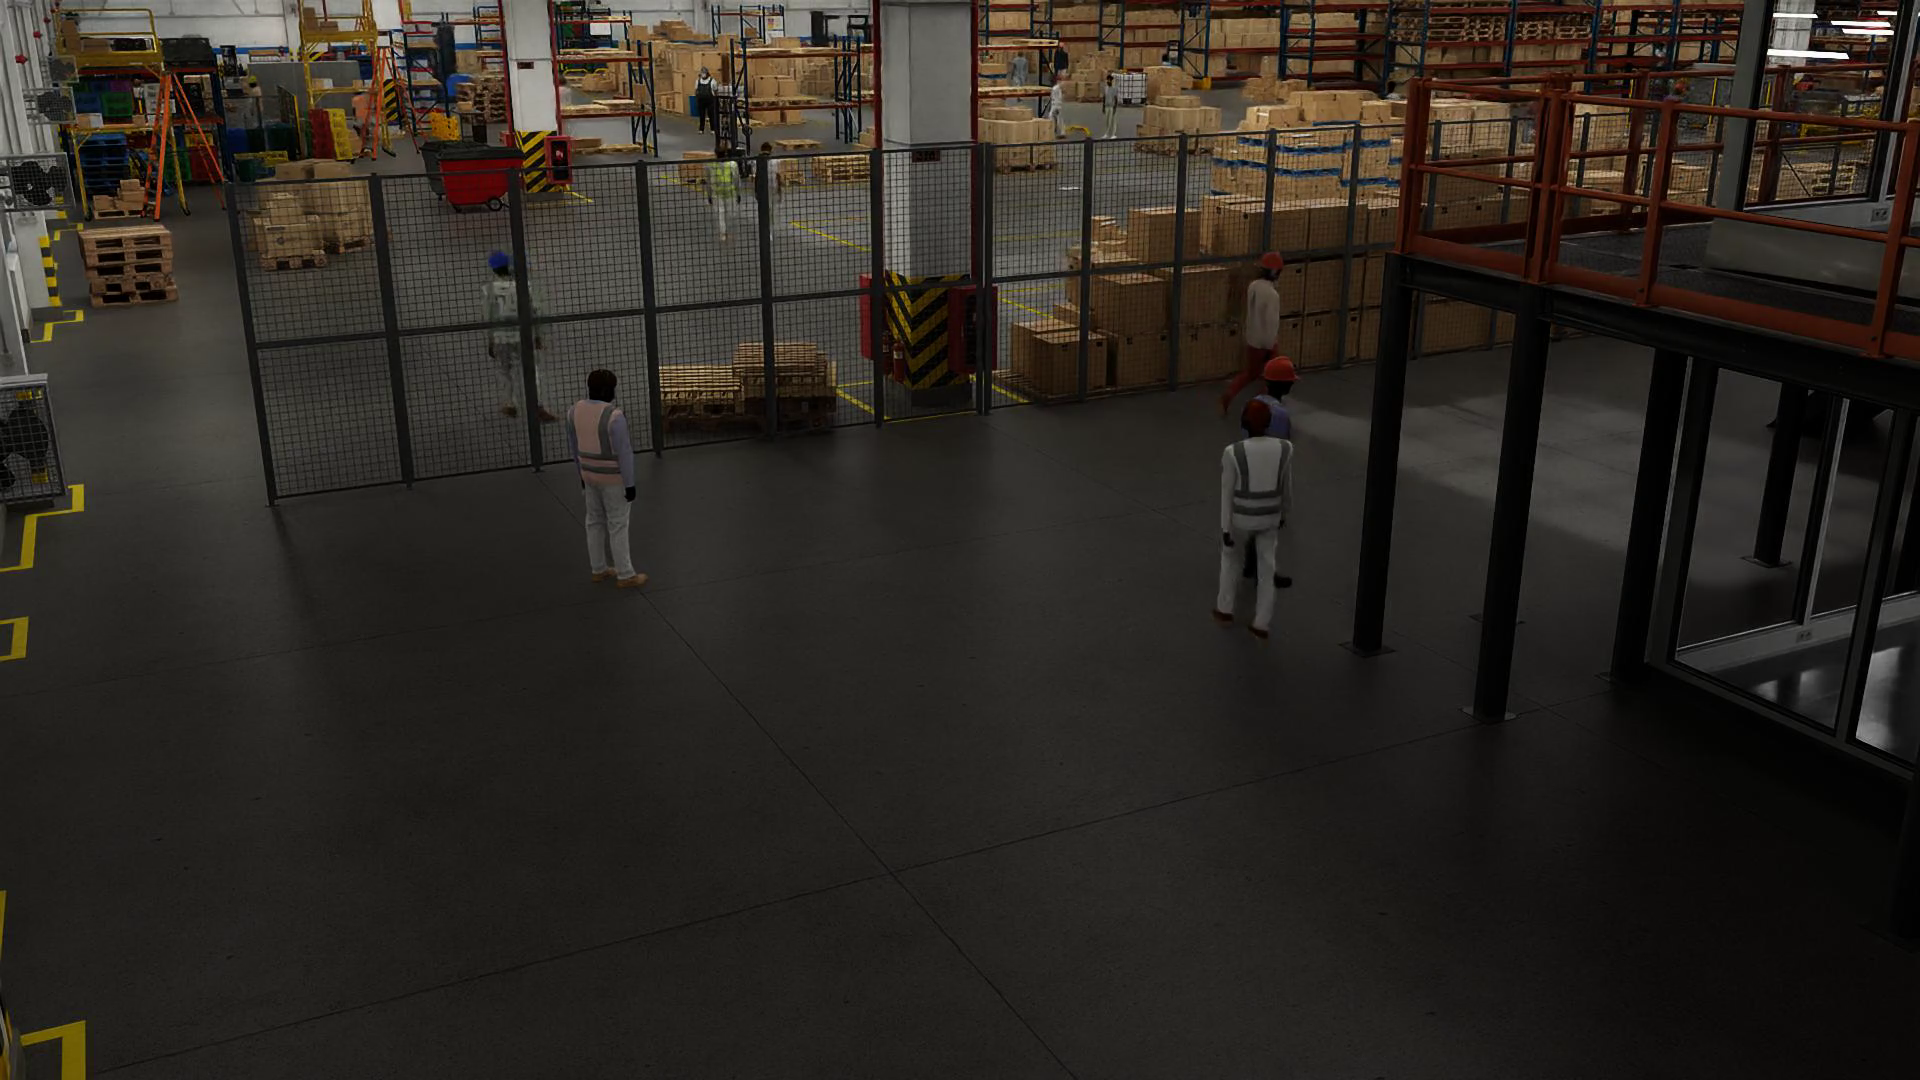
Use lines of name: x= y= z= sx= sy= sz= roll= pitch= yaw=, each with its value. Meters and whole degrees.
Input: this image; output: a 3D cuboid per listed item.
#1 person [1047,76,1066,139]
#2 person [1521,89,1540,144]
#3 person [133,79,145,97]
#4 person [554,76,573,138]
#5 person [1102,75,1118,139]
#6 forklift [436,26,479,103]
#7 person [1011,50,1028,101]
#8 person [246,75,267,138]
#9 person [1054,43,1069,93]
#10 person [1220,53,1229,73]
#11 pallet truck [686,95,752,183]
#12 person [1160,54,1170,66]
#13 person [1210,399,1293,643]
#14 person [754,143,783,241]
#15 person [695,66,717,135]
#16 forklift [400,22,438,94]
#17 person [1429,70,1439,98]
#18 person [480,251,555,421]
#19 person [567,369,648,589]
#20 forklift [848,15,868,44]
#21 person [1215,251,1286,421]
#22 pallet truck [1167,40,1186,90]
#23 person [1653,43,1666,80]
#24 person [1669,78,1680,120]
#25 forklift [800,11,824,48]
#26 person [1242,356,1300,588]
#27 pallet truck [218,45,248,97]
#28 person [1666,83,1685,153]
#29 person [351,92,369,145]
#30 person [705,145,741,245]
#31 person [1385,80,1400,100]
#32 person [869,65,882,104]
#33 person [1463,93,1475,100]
person: x=2.734 y=-12.881 z=49.569 sx=0.996 sy=1.838 sz=0.579 roll=4 pitch=19 yaw=10
person: x=15.775 y=-11.488 z=45.707 sx=0.522 sy=1.733 sz=0.828 roll=-5 pitch=20 yaw=-15
person: x=-25.331 y=-13.406 z=51.421 sx=0.525 sy=1.632 sz=0.323 roll=6 pitch=20 yaw=18
person: x=-11.575 y=-12.494 z=48.368 sx=0.638 sy=1.914 sz=0.854 roll=9 pitch=21 yaw=23
person: x=4.489 y=-12.970 z=49.818 sx=0.509 sy=1.860 sz=0.325 roll=14 pitch=24 yaw=36
forklift: x=-19.085 y=-17.782 z=62.216 sx=1.873 sy=2.768 sz=1.129 roll=1 pitch=19 yaw=3
person: x=2.292 y=-17.700 z=63.417 sx=0.642 sy=1.925 sz=0.669 roll=-3 pitch=19 yaw=-9
person: x=-20.877 y=-12.770 z=49.181 sx=0.471 sy=1.889 sz=0.631 roll=-1 pitch=19 yaw=-4
person: x=4.118 y=-19.195 z=67.649 sx=0.610 sy=1.996 sz=0.379 roll=6 pitch=20 yaw=17
person: x=11.992 y=-21.770 z=75.393 sx=0.839 sy=1.817 sz=0.615 roll=-9 pitch=21 yaw=-24
pallet truck: x=-5.836 y=-9.608 z=39.856 sx=0.823 sy=1.965 sz=1.885 roll=10 pitch=22 yaw=27
person: x=7.908 y=-18.096 z=64.940 sx=0.547 sy=1.664 sz=0.696 roll=-17 pitch=26 yaw=-41
person: x=2.230 y=-0.177 z=12.732 sx=0.599 sy=1.859 sz=0.766 roll=-3 pitch=19 yaw=-9
person: x=-3.555 y=-6.443 z=30.929 sx=0.508 sy=1.830 sz=0.891 roll=-3 pitch=19 yaw=-8
person: x=-7.793 y=-13.460 z=50.957 sx=0.688 sy=2.000 sz=0.538 roll=2 pitch=19 yaw=5
forklift: x=-21.903 y=-19.312 z=66.653 sx=1.129 sy=2.768 sz=1.873 roll=13 pitch=23 yaw=33
person: x=15.935 y=-15.116 z=56.388 sx=0.533 sy=1.615 sz=0.661 roll=5 pitch=20 yaw=13
person: x=-5.030 y=-2.278 z=18.757 sx=0.635 sy=1.908 sz=0.784 roll=-8 pitch=21 yaw=-22
person: x=-2.902 y=-0.503 z=13.707 sx=0.622 sy=1.838 sz=0.429 roll=12 pitch=22 yaw=31
forklift: x=-4.676 y=-22.739 z=76.587 sx=1.129 sy=2.768 sz=1.873 roll=-3 pitch=19 yaw=-8
person: x=3.299 y=-2.223 z=18.488 sx=0.754 sy=1.976 sz=0.630 roll=-7 pitch=20 yaw=-19
pallet truck: x=9.045 y=-19.971 z=69.895 sx=0.823 sy=1.965 sz=1.885 roll=-3 pitch=19 yaw=-8
person: x=31.797 y=-21.743 z=75.523 sx=0.745 sy=1.673 sz=0.529 roll=-17 pitch=25 yaw=-40
person: x=23.912 y=-14.867 z=55.713 sx=0.856 sy=1.594 sz=0.508 roll=-12 pitch=22 yaw=-31
forklift: x=-7.111 y=-24.817 z=82.611 sx=1.873 sy=2.768 sz=1.129 roll=-9 pitch=21 yaw=-25
person: x=2.576 y=-0.564 z=13.728 sx=0.360 sy=1.937 sz=0.550 roll=-5 pitch=20 yaw=-15
pallet truck: x=-28.879 y=-18.665 z=66.111 sx=0.823 sy=1.965 sz=1.885 roll=-3 pitch=19 yaw=-9
person: x=19.795 y=-11.723 z=46.173 sx=0.579 sy=1.865 sz=1.038 roll=-4 pitch=19 yaw=-10
person: x=-17.316 y=-12.252 z=47.982 sx=0.419 sy=1.684 sz=0.533 roll=11 pitch=22 yaw=30
person: x=-4.402 y=-6.434 z=30.930 sx=0.646 sy=1.821 sz=0.675 roll=-4 pitch=19 yaw=-11
person: x=12.002 y=-11.737 z=46.108 sx=0.628 sy=1.939 sz=0.654 roll=16 pitch=25 yaw=39
person: x=-2.924 y=-16.065 z=58.683 sx=0.650 sy=1.922 sz=0.431 roll=-9 pitch=21 yaw=-24
person: x=13.207 y=-10.631 z=42.969 sx=0.894 sy=1.914 sz=0.543 roll=-3 pitch=19 yaw=-7
